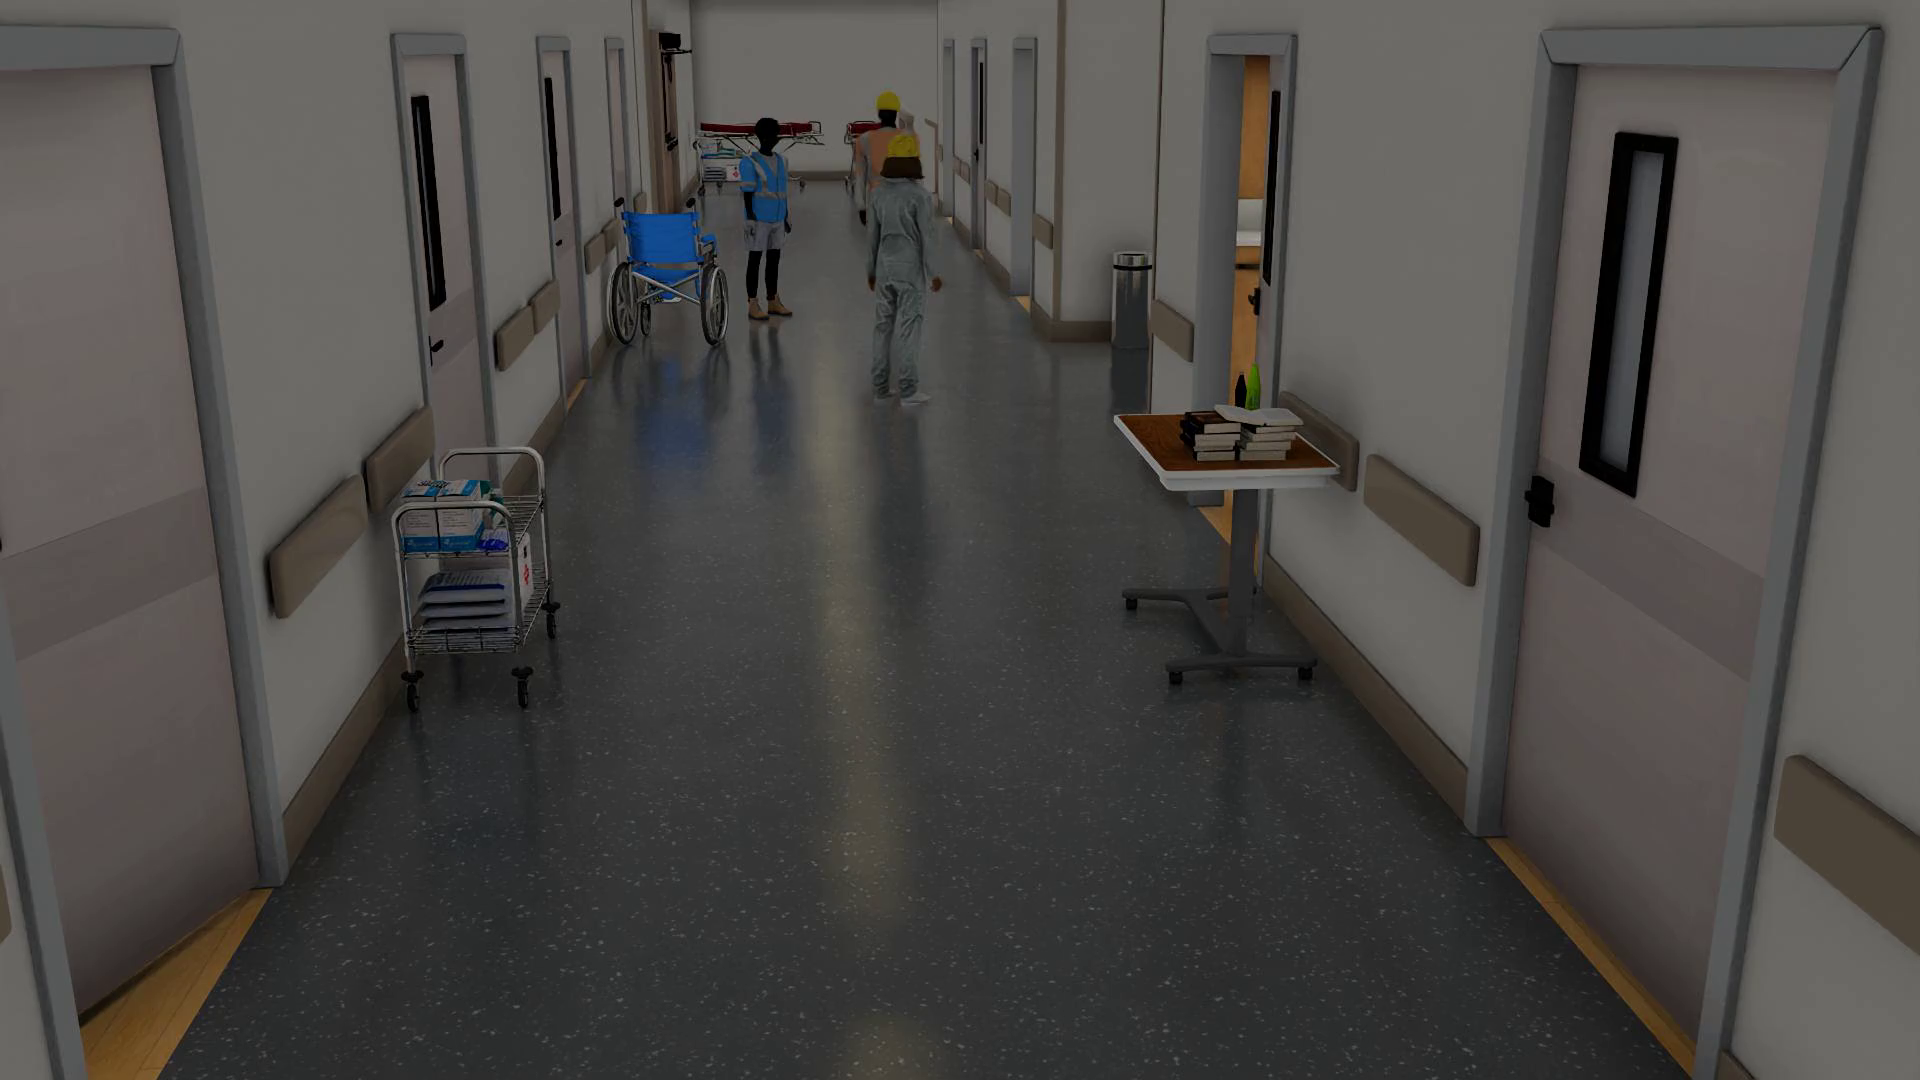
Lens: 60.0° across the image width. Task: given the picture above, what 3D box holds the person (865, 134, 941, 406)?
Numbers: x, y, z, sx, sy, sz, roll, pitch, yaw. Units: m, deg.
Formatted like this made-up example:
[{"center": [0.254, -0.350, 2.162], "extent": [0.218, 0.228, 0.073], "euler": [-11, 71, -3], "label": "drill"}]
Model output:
[{"center": [-0.375, -1.753, 10.836], "extent": [0.501, 1.734, 0.357], "euler": [12, 20, 34], "label": "person"}]

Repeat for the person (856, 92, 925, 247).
[{"center": [-0.627, -3.098, 15.095], "extent": [0.587, 1.871, 1.009], "euler": [4, 17, 13], "label": "person"}]

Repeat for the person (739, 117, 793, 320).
[{"center": [-1.649, -2.739, 14.201], "extent": [0.322, 1.692, 0.534], "euler": [13, 21, 37], "label": "person"}]
